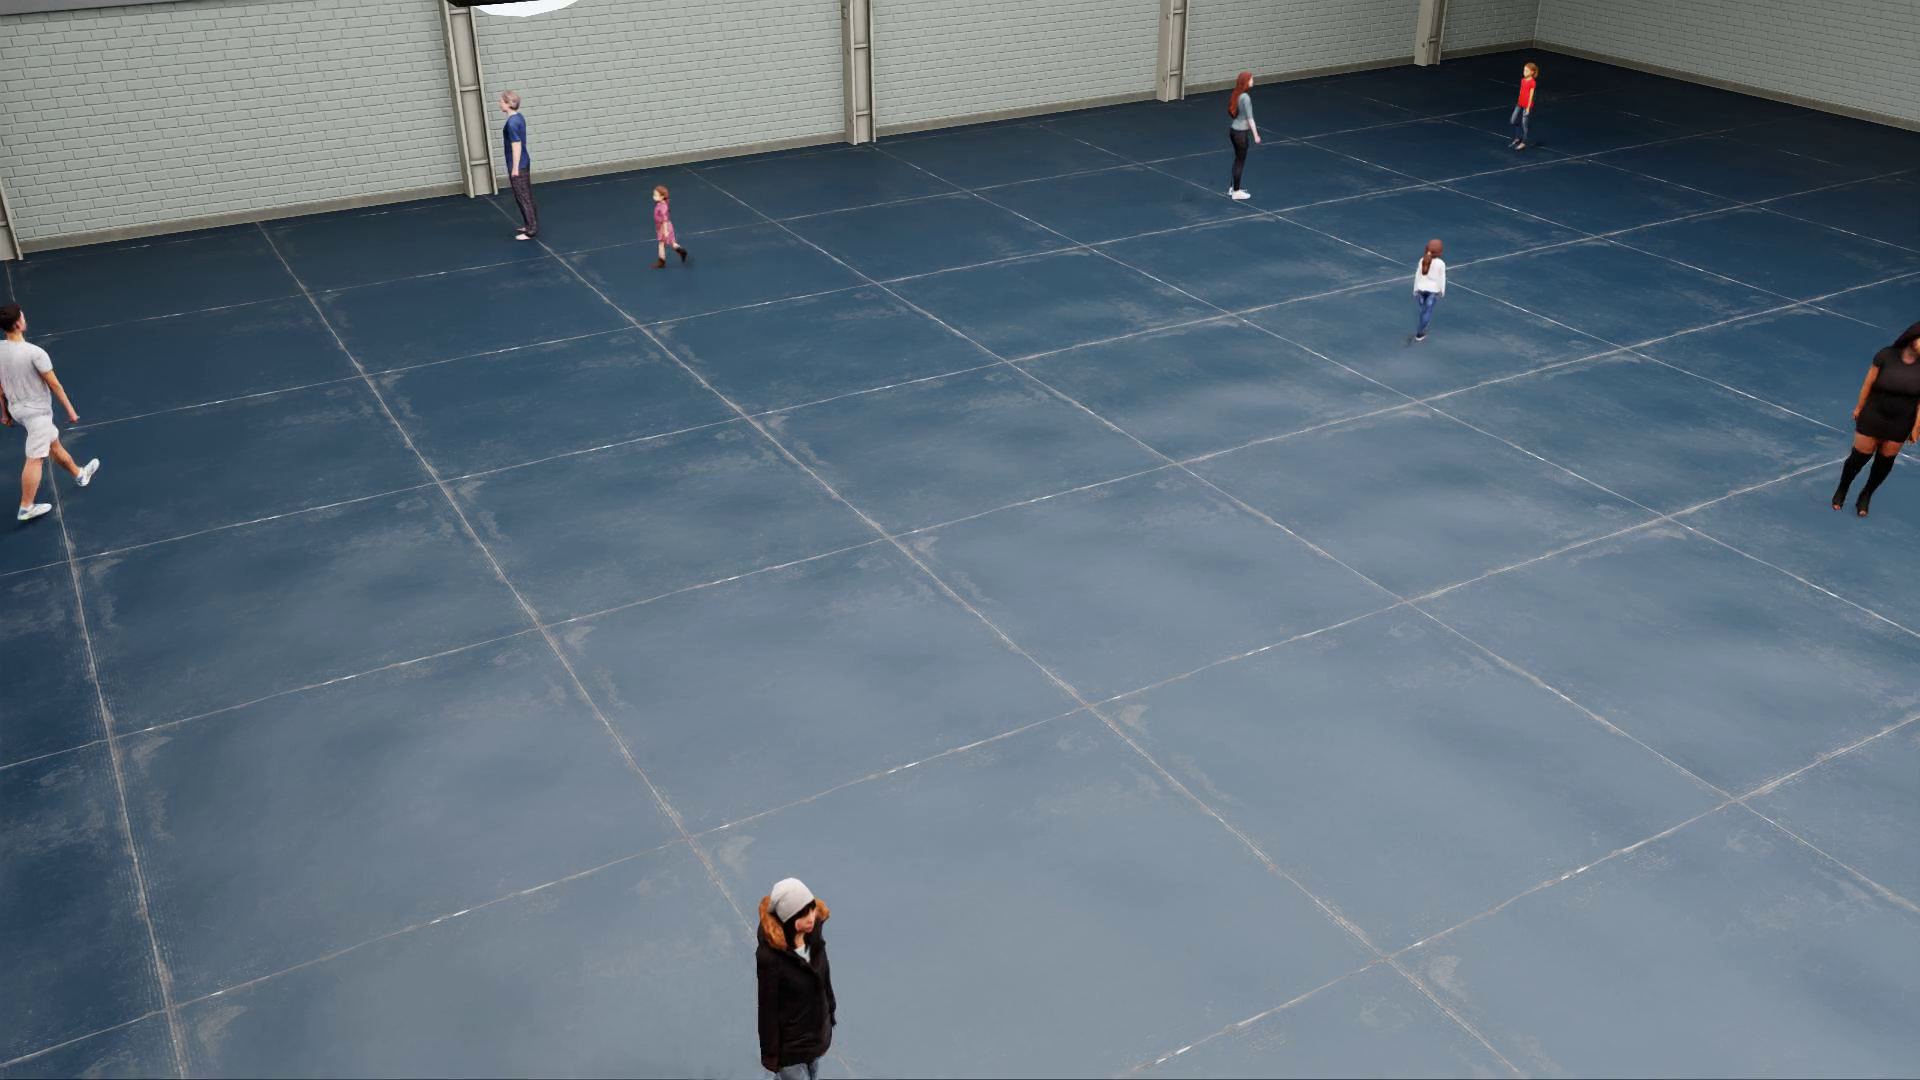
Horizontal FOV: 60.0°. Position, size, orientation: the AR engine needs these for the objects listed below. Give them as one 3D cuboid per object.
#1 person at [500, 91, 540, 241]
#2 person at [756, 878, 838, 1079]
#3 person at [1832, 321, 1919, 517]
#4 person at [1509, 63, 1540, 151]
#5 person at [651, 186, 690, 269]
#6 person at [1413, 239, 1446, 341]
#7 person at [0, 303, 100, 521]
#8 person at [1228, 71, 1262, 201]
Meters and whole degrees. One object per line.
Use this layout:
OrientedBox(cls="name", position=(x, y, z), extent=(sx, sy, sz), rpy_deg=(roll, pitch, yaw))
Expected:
OrientedBox(cls="person", position=(-5.626, -4.787, 21.214), extent=(0.701, 1.869, 0.735), rpy_deg=(-2, 27, -4))
OrientedBox(cls="person", position=(-0.828, 2.247, 7.815), extent=(0.842, 1.630, 0.773), rpy_deg=(17, 32, 30))
OrientedBox(cls="person", position=(7.755, -1.019, 13.959), extent=(0.819, 1.812, 0.863), rpy_deg=(19, 33, 33))
OrientedBox(cls="person", position=(8.685, -6.630, 25.412), extent=(0.518, 1.303, 0.485), rpy_deg=(-13, 30, -24))
OrientedBox(cls="person", position=(-3.564, -3.817, 20.264), extent=(0.732, 1.015, 0.542), rpy_deg=(-6, 28, -12))
OrientedBox(cls="person", position=(5.058, -2.709, 18.026), extent=(0.622, 1.093, 0.788), rpy_deg=(19, 33, 32))
OrientedBox(cls="person", position=(-7.876, -1.032, 14.002), extent=(1.212, 1.796, 1.302), rpy_deg=(9, 28, 16))
OrientedBox(cls="person", position=(3.803, -5.531, 22.802), extent=(0.726, 1.738, 0.702), rpy_deg=(-5, 28, -10))
